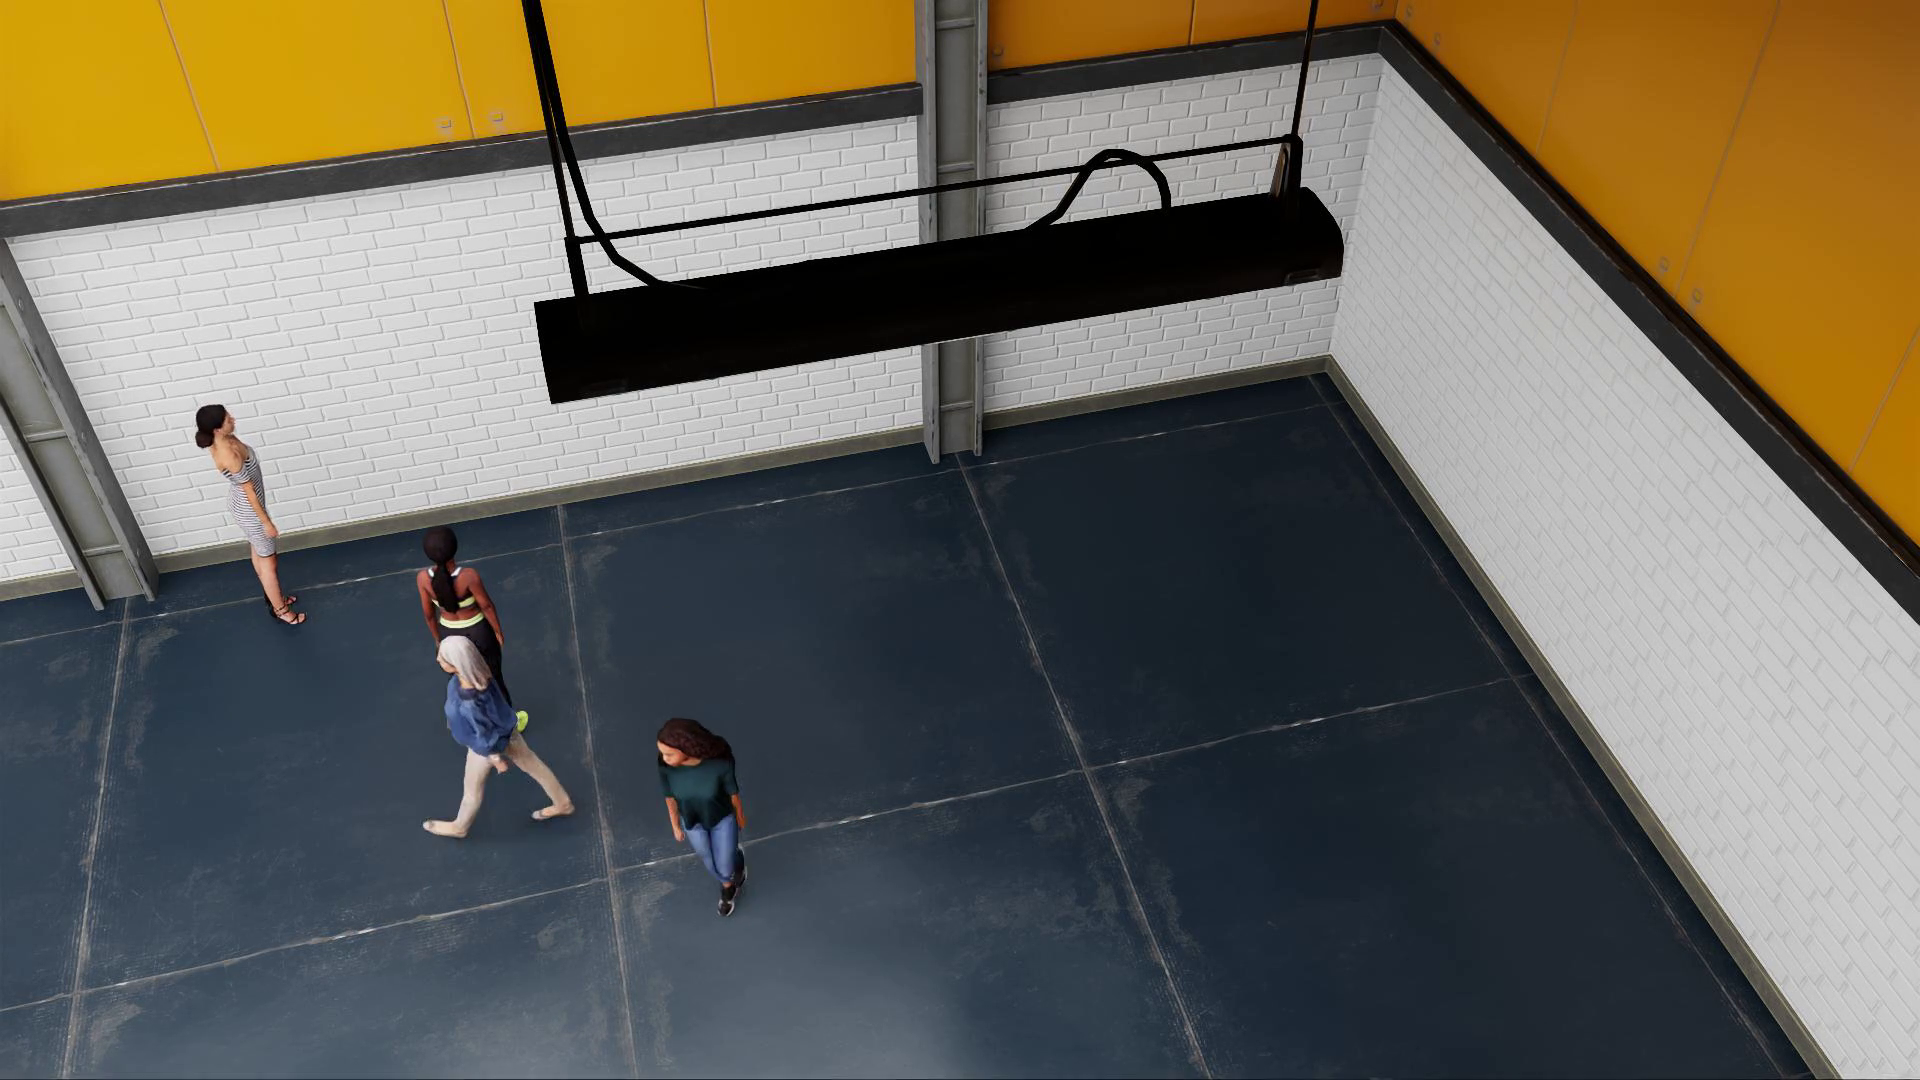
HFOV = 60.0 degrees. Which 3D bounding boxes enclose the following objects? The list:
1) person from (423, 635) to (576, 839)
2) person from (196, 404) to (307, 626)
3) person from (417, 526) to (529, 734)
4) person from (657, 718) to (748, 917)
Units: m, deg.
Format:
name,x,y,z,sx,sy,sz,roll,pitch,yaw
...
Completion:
name,x,y,z,sx,sy,sz,roll,pitch,yaw
person,-2.626,1.149,9.660,1.153,1.649,0.759,-2,44,-2
person,-4.657,-0.172,10.922,0.622,1.822,0.658,-25,49,-24
person,-3.010,0.609,10.151,0.510,1.754,0.668,-2,44,-2
person,-1.405,1.492,9.339,0.685,1.595,0.754,0,44,0
